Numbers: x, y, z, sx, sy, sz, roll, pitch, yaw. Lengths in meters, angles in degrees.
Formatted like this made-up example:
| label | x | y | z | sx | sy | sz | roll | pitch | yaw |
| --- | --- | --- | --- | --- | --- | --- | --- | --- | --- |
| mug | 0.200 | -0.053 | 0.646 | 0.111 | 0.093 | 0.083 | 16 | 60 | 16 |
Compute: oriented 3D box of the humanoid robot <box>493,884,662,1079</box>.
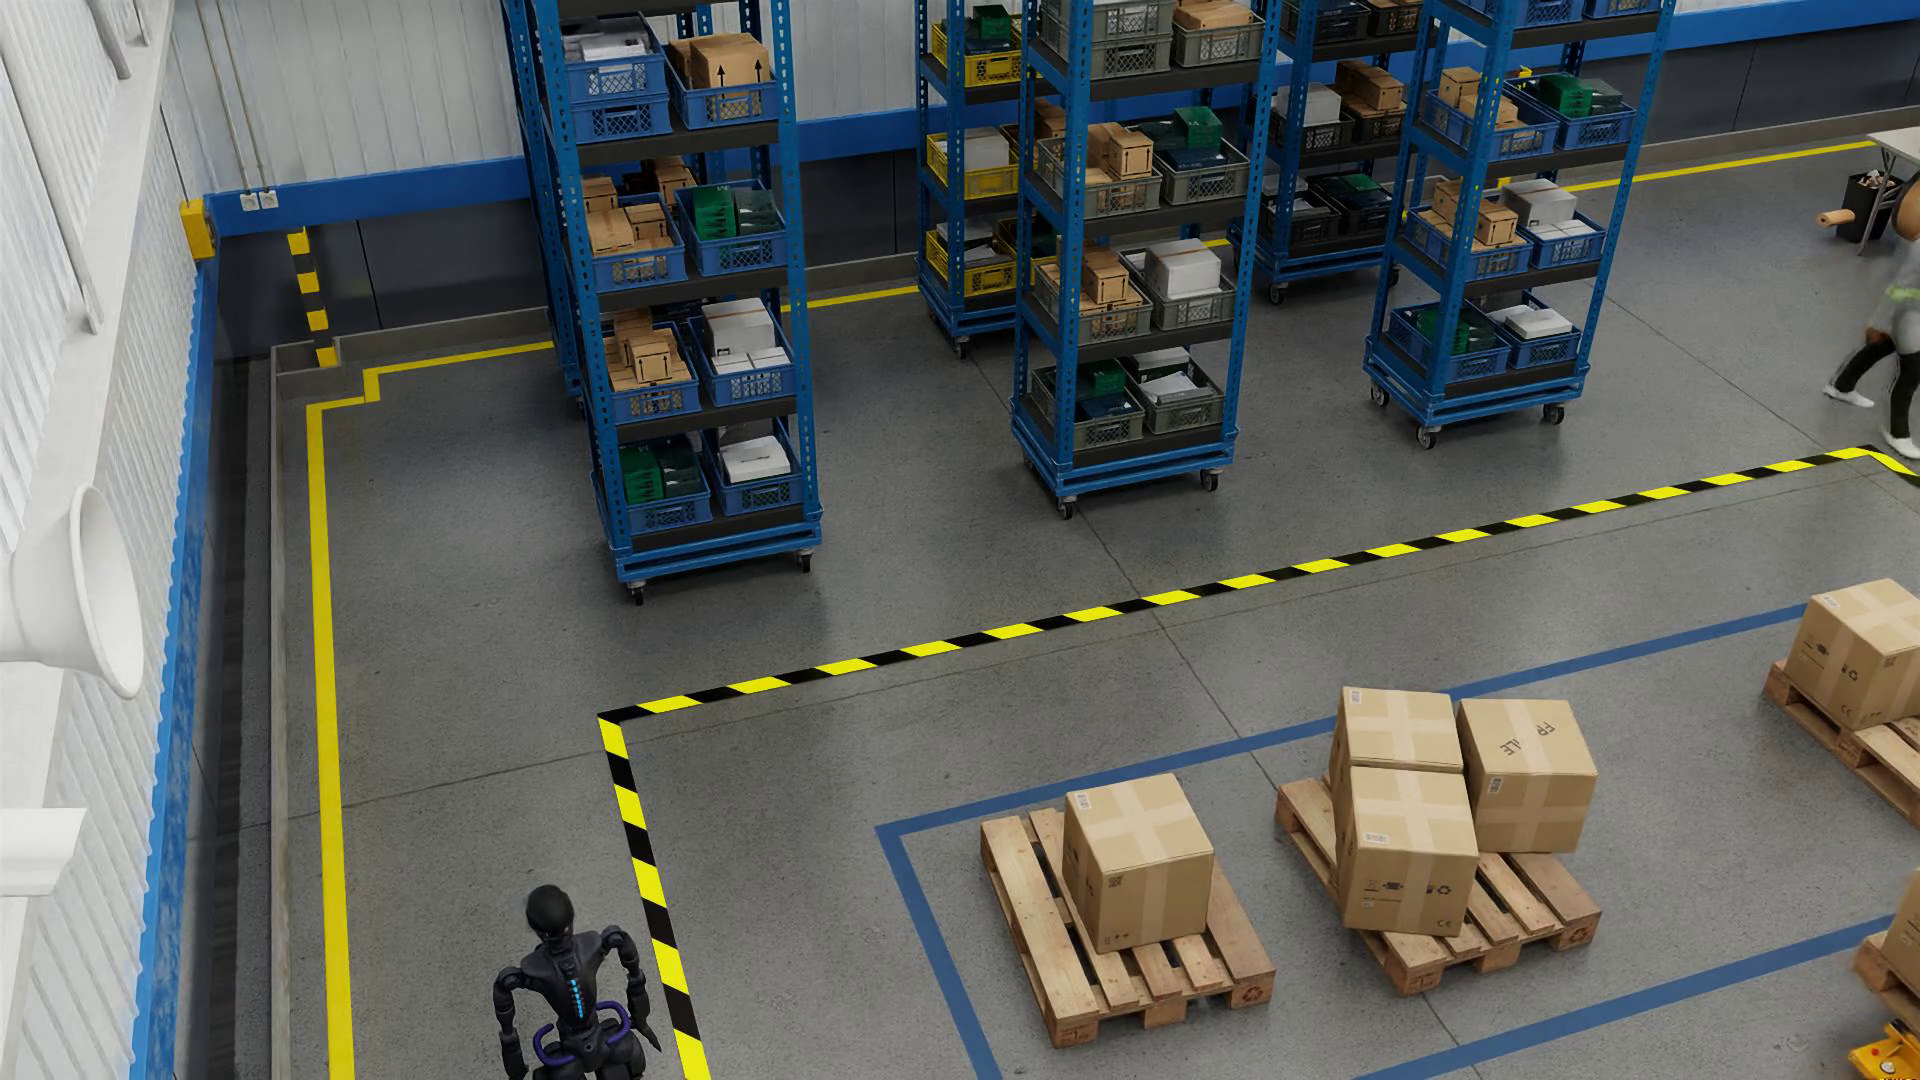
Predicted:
| label | x | y | z | sx | sy | sz | roll | pitch | yaw |
| --- | --- | --- | --- | --- | --- | --- | --- | --- | --- |
| humanoid robot | -1.397 | 1.898 | 6.132 | 0.599 | 1.655 | 0.315 | -18 | 39 | -24 |

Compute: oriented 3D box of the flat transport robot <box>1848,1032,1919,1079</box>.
| label | x | y | z | sx | sy | sz | roll | pitch | yaw |
| --- | --- | --- | --- | --- | --- | --- | --- | --- | --- |
| flat transport robot | 4.545 | 2.176 | 6.946 | 1.431 | 0.197 | 0.652 | -11 | 37 | -15 |

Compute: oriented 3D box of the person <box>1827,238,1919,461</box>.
| label | x | y | z | sx | sy | sz | roll | pitch | yaw |
| --- | --- | --- | --- | --- | --- | --- | --- | --- | --- |
| person | 6.235 | -1.495 | 10.875 | 0.611 | 1.776 | 0.887 | -20 | 40 | -26 |
